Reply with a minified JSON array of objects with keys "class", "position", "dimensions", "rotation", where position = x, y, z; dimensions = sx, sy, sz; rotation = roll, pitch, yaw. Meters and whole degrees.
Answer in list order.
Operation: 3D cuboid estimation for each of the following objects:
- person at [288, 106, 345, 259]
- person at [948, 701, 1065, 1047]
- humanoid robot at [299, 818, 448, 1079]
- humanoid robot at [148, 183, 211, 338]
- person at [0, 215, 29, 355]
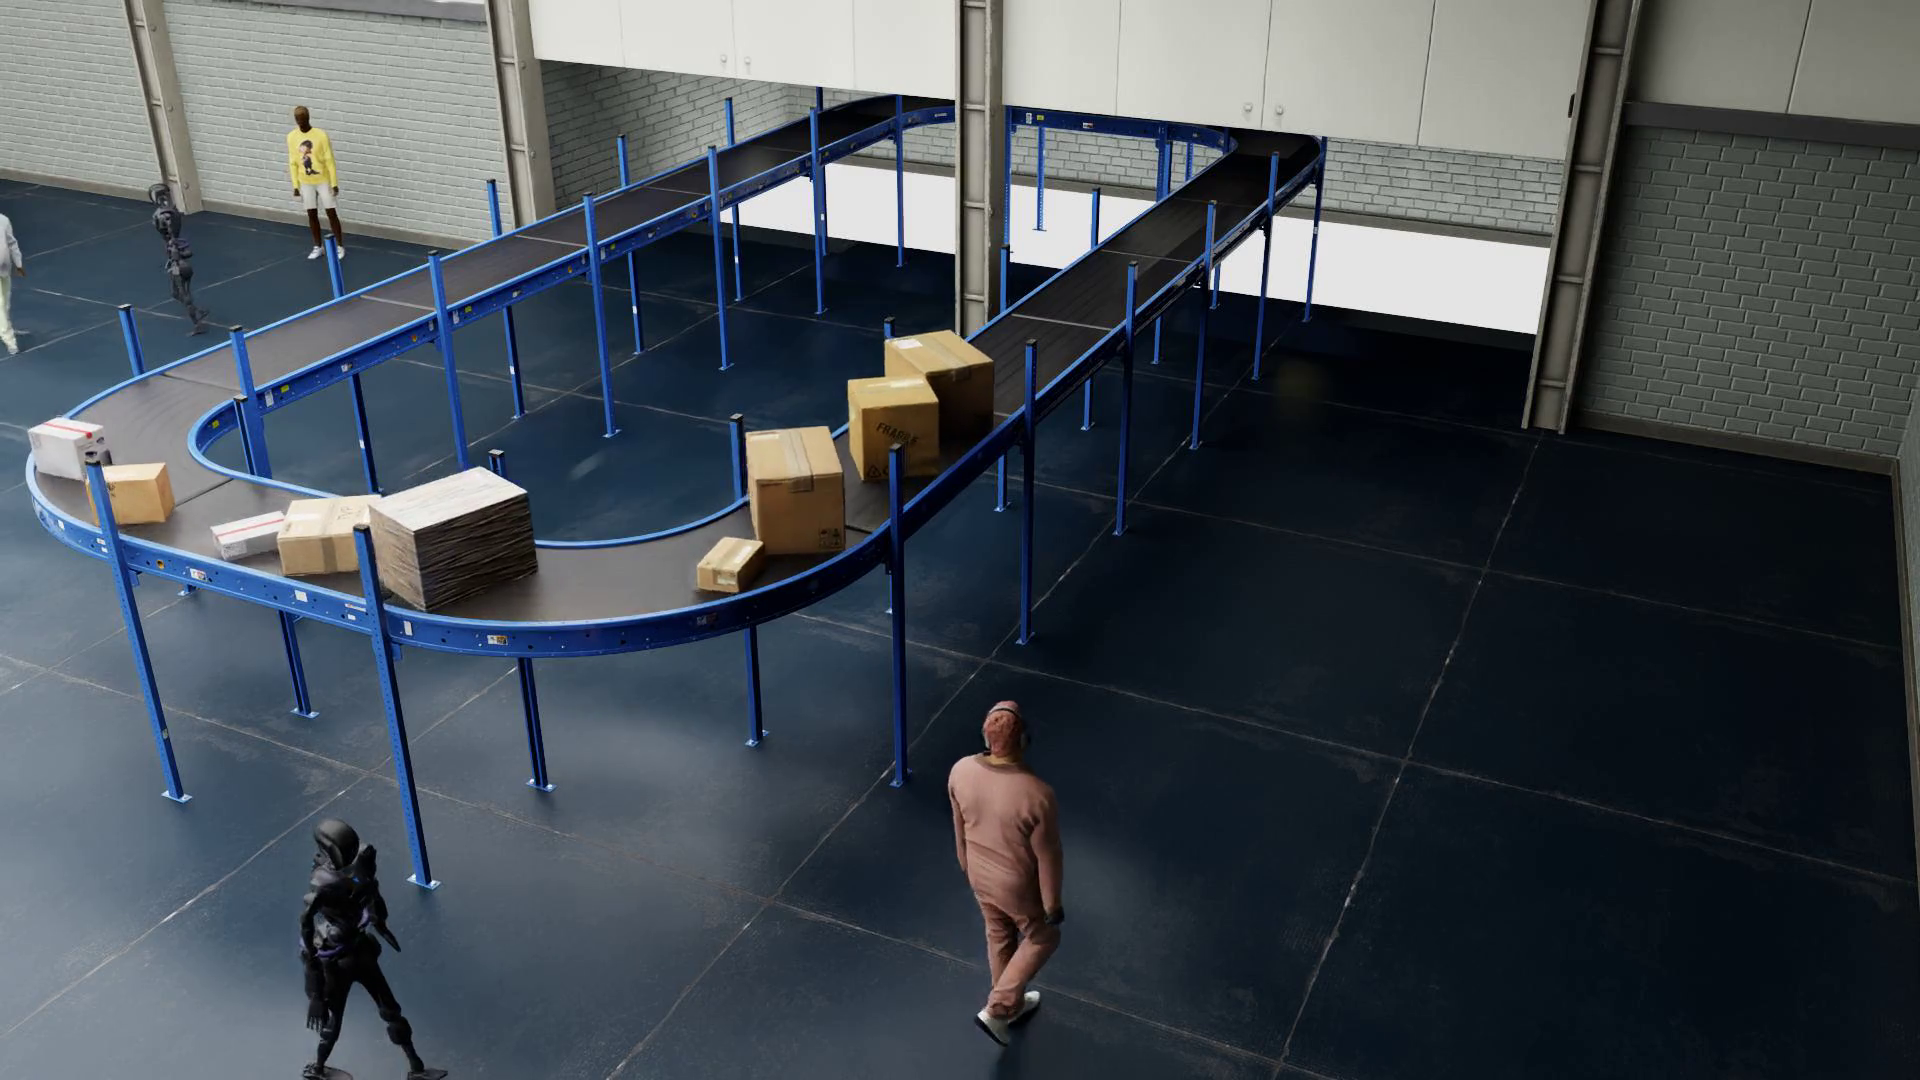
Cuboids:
[{"class":"person","position":[-7.958,-4.414,20.542],"dimensions":[0.557,1.896,0.363],"rotation":[-2,26,-4]},{"class":"person","position":[0.224,1.691,8.251],"dimensions":[0.674,1.884,0.510],"rotation":[22,34,37]},{"class":"humanoid robot","position":[-2.897,1.988,7.918],"dimensions":[0.750,1.627,0.609],"rotation":[8,27,15]},{"class":"humanoid robot","position":[-8.463,-3.046,18.029],"dimensions":[0.373,1.647,0.585],"rotation":[-15,30,-27]},{"class":"person","position":[-10.218,-2.879,17.662],"dimensions":[0.616,1.707,0.600],"rotation":[9,28,17]}]
